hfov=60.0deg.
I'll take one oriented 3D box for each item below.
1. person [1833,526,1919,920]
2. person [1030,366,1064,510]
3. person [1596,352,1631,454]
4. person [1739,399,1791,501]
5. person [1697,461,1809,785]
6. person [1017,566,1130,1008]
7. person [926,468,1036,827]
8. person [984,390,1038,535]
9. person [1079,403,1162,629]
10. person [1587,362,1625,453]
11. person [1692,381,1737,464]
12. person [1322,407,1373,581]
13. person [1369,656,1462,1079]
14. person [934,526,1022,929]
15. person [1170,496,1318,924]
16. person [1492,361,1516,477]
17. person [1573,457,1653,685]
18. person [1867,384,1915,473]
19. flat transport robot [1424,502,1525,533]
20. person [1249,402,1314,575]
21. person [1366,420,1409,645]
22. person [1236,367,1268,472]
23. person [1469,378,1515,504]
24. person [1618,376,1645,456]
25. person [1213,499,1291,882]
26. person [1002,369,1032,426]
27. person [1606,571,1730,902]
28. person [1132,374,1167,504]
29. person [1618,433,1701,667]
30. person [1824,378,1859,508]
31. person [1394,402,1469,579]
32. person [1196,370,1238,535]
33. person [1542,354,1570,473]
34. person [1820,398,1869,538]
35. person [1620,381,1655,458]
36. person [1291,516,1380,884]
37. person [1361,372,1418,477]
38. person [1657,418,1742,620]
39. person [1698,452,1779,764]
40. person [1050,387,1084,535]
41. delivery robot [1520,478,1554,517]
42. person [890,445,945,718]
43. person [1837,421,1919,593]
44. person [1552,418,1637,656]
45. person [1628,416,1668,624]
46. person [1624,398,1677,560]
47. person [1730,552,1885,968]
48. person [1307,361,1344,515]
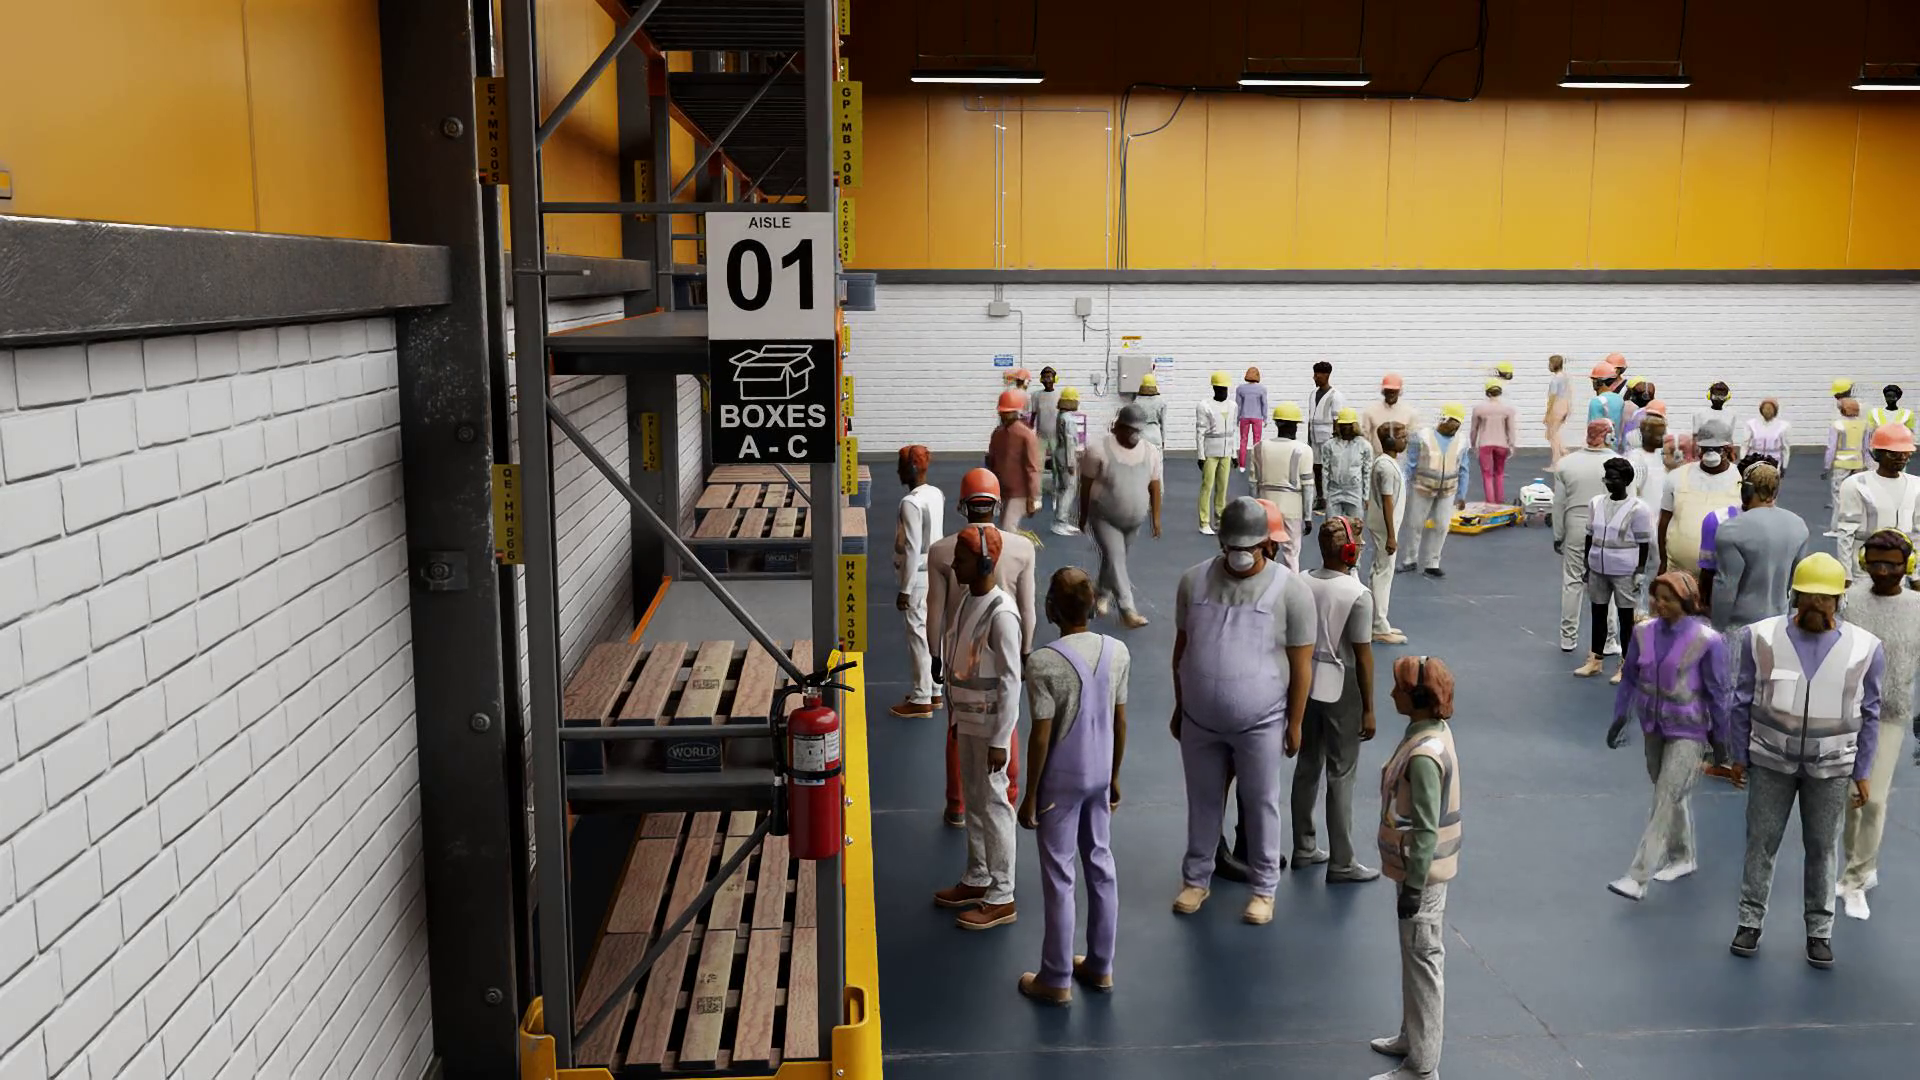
[{"bbox_3d":[4.340,0.855,7.933,0.548,1.857,0.523,7,11,36],"label":"person"},{"bbox_3d":[1.147,-1.313,21.498,0.533,1.868,0.310,1,9,8],"label":"person"},{"bbox_3d":[8.524,-1.434,21.749,0.410,2.037,0.609,-5,10,-27],"label":"person"},{"bbox_3d":[9.365,-0.841,19.390,0.512,1.590,0.873,5,11,31],"label":"person"},{"bbox_3d":[4.722,0.494,9.935,0.630,1.940,0.372,-3,10,-21],"label":"person"},{"bbox_3d":[0.468,1.019,6.934,0.513,1.844,0.340,-6,11,-34],"label":"person"},{"bbox_3d":[0.117,0.596,9.169,0.604,1.986,0.404,0,9,0],"label":"person"},{"bbox_3d":[0.414,-0.413,15.524,0.523,1.977,0.677,-5,10,-30],"label":"person"},{"bbox_3d":[1.396,-0.287,14.521,0.689,2.000,1.102,-4,10,-22],"label":"person"},{"bbox_3d":[7.335,-1.015,19.077,0.605,2.045,0.378,-8,12,-41],"label":"person"},{"bbox_3d":[8.394,-0.841,18.552,0.519,1.865,0.327,0,9,0],"label":"person"},{"bbox_3d":[3.804,-0.439,16.403,0.486,1.744,0.311,3,10,20],"label":"person"},{"bbox_3d":[1.710,1.234,6.220,0.306,1.640,0.522,3,9,16],"label":"person"},{"bbox_3d":[0.097,0.865,7.782,0.344,1.881,0.585,-3,10,-20],"label":"person"},{"bbox_3d":[1.294,0.780,7.819,0.678,2.000,0.536,5,10,28],"label":"person"},{"bbox_3d":[8.149,-1.810,24.986,0.401,1.755,0.530,3,9,16],"label":"person"},{"bbox_3d":[4.863,0.226,12.377,0.316,1.695,0.542,-6,11,-34],"label":"person"},{"bbox_3d":[11.442,-1.070,20.513,0.541,1.695,0.316,5,10,30],"label":"person"},{"bbox_3d":[6.224,-0.286,20.054,1.431,0.197,0.652,-9,13,-44],"label":"flat transport robot"},{"bbox_3d":[2.839,-0.253,14.675,0.588,1.923,0.383,6,11,34],"label":"person"},{"bbox_3d":[3.540,-0.068,13.755,0.345,1.847,0.508,1,9,8],"label":"person"},{"bbox_3d":[4.487,-1.848,25.595,0.506,1.633,0.279,4,10,22],"label":"person"},{"bbox_3d":[6.723,-1.184,21.083,0.532,1.737,0.758,1,9,8],"label":"person"},{"bbox_3d":[8.498,-1.182,20.999,0.314,1.769,0.523,-2,9,-13],"label":"person"},{"bbox_3d":[1.466,0.748,8.373,0.379,1.928,0.545,9,13,44],"label":"person"},{"bbox_3d":[0.887,-1.572,23.665,0.931,1.694,0.577,-7,12,-39],"label":"person"},{"bbox_3d":[3.394,0.956,8.102,0.836,1.597,0.531,-4,10,-26],"label":"person"},{"bbox_3d":[2.473,-1.307,21.855,0.486,1.744,0.294,-2,9,-10],"label":"person"},{"bbox_3d":[5.557,0.126,12.533,0.918,1.859,0.657,7,11,36],"label":"person"},{"bbox_3d":[11.440,-1.230,21.411,0.567,1.719,0.489,-7,12,-39],"label":"person"},{"bbox_3d":[4.744,-0.502,16.695,0.657,1.784,0.605,0,9,-2],"label":"person"},{"bbox_3d":[3.025,-1.016,19.492,0.596,1.926,0.383,-5,11,-31],"label":"person"},{"bbox_3d":[9.133,-1.929,25.489,0.436,1.825,0.528,7,11,38],"label":"person"},{"bbox_3d":[10.246,-0.820,19.176,0.614,1.625,0.310,-2,9,-11],"label":"person"},{"bbox_3d":[7.701,-0.878,18.850,0.429,1.845,0.621,1,9,8],"label":"person"},{"bbox_3d":[1.852,0.794,8.338,0.390,1.846,0.564,-5,11,-31],"label":"person"},{"bbox_3d":[4.755,-0.885,18.457,0.629,1.981,0.648,4,10,21],"label":"person"},{"bbox_3d":[5.270,0.154,11.748,0.681,2.000,0.538,5,10,30],"label":"person"},{"bbox_3d":[4.816,0.439,10.193,0.603,1.967,0.366,0,9,-3],"label":"person"},{"bbox_3d":[1.237,-0.929,19.525,0.413,1.736,0.545,-1,9,-8],"label":"person"},{"bbox_3d":[7.045,-0.507,20.260,0.477,0.478,0.707,2,9,11],"label":"delivery robot"},{"bbox_3d":[-0.288,0.280,11.443,0.341,1.883,0.586,3,10,19],"label":"person"},{"bbox_3d":[6.324,0.206,11.417,0.608,2.044,0.370,-1,9,-7],"label":"person"},{"bbox_3d":[5.085,-0.027,13.330,0.645,1.900,0.400,7,11,36],"label":"person"},{"bbox_3d":[5.928,-0.157,14.379,0.539,1.823,0.388,-8,12,-40],"label":"person"},{"bbox_3d":[7.304,-0.625,17.563,0.588,1.736,0.373,7,11,37],"label":"person"},{"bbox_3d":[3.711,0.959,7.335,0.590,1.836,0.404,5,10,26],"label":"person"},{"bbox_3d":[4.608,-1.291,21.099,0.371,1.958,0.598,-5,10,-28],"label":"person"}]
